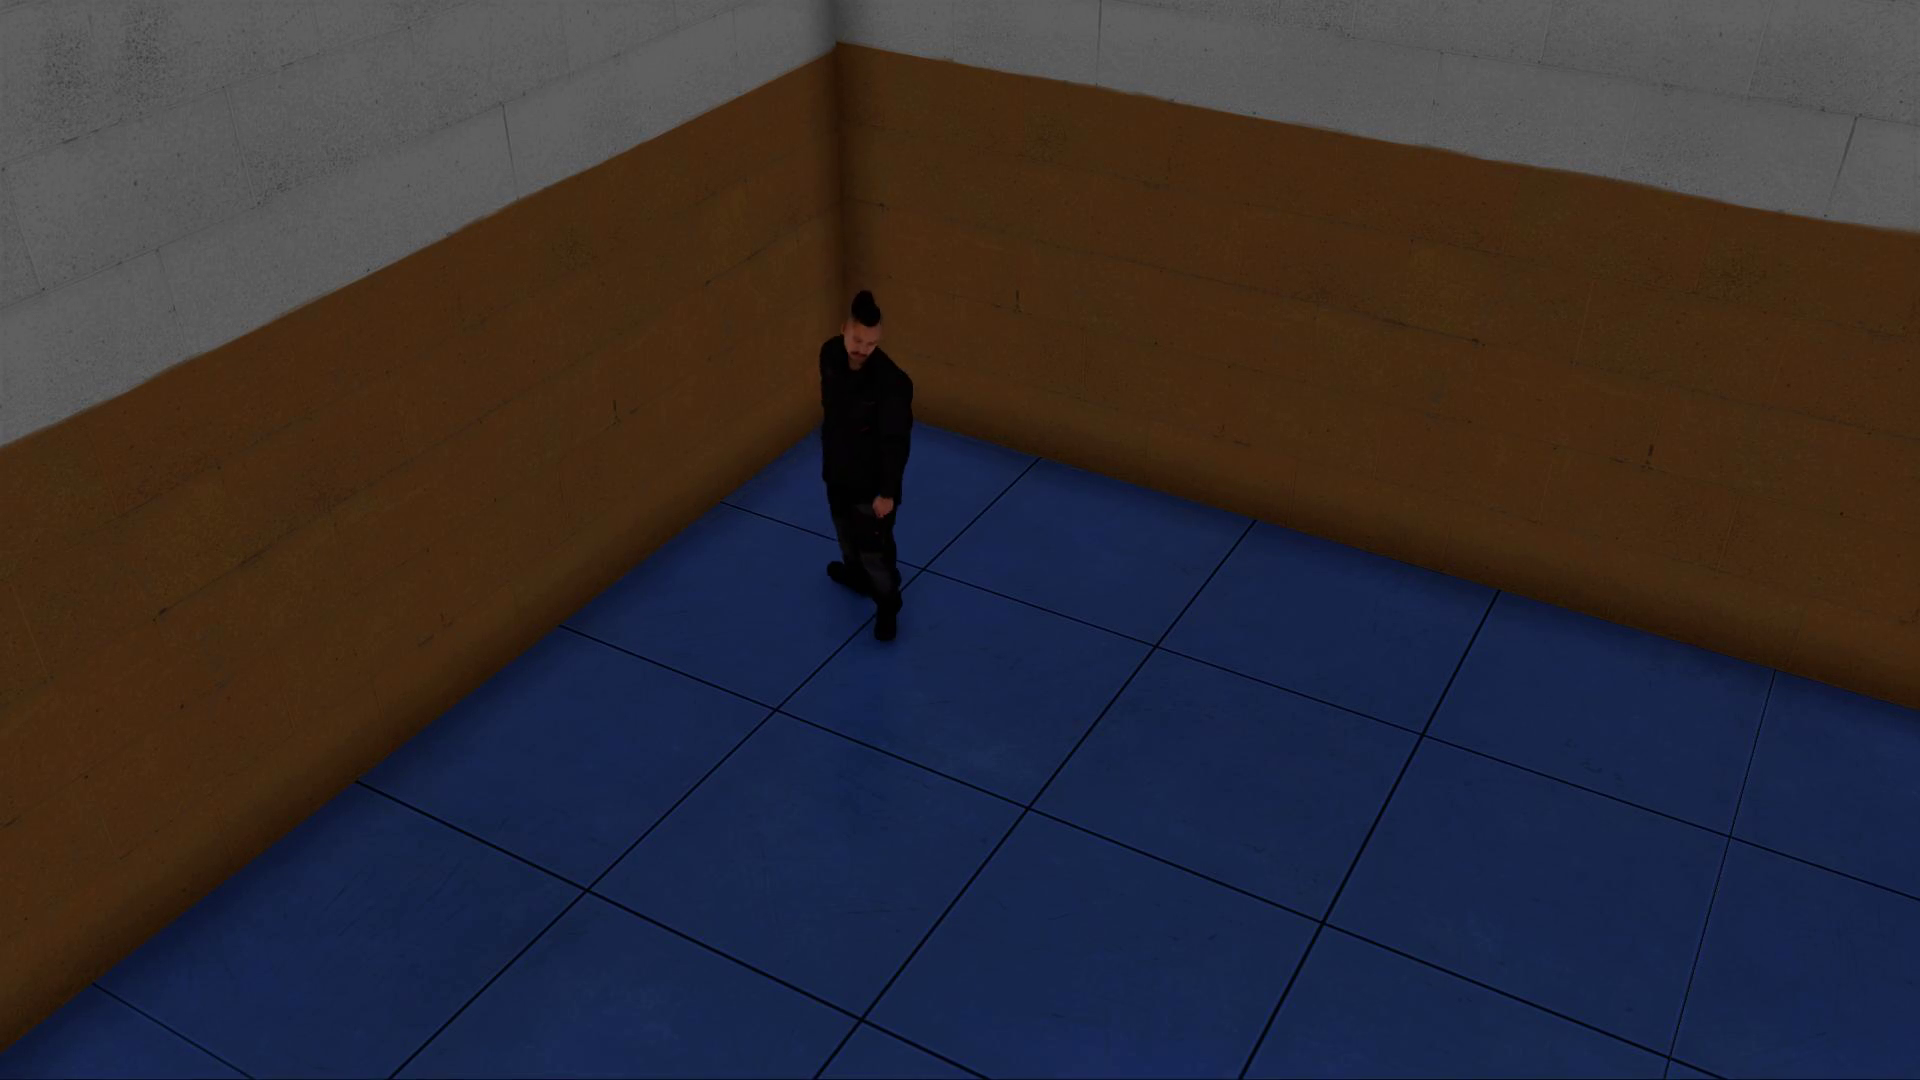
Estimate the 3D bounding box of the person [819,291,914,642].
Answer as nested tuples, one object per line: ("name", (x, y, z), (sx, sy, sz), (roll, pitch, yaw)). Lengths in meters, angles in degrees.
("person", (-0.463, -0.413, 7.891), (0.824, 1.843, 0.991), (-16, 37, -23))
